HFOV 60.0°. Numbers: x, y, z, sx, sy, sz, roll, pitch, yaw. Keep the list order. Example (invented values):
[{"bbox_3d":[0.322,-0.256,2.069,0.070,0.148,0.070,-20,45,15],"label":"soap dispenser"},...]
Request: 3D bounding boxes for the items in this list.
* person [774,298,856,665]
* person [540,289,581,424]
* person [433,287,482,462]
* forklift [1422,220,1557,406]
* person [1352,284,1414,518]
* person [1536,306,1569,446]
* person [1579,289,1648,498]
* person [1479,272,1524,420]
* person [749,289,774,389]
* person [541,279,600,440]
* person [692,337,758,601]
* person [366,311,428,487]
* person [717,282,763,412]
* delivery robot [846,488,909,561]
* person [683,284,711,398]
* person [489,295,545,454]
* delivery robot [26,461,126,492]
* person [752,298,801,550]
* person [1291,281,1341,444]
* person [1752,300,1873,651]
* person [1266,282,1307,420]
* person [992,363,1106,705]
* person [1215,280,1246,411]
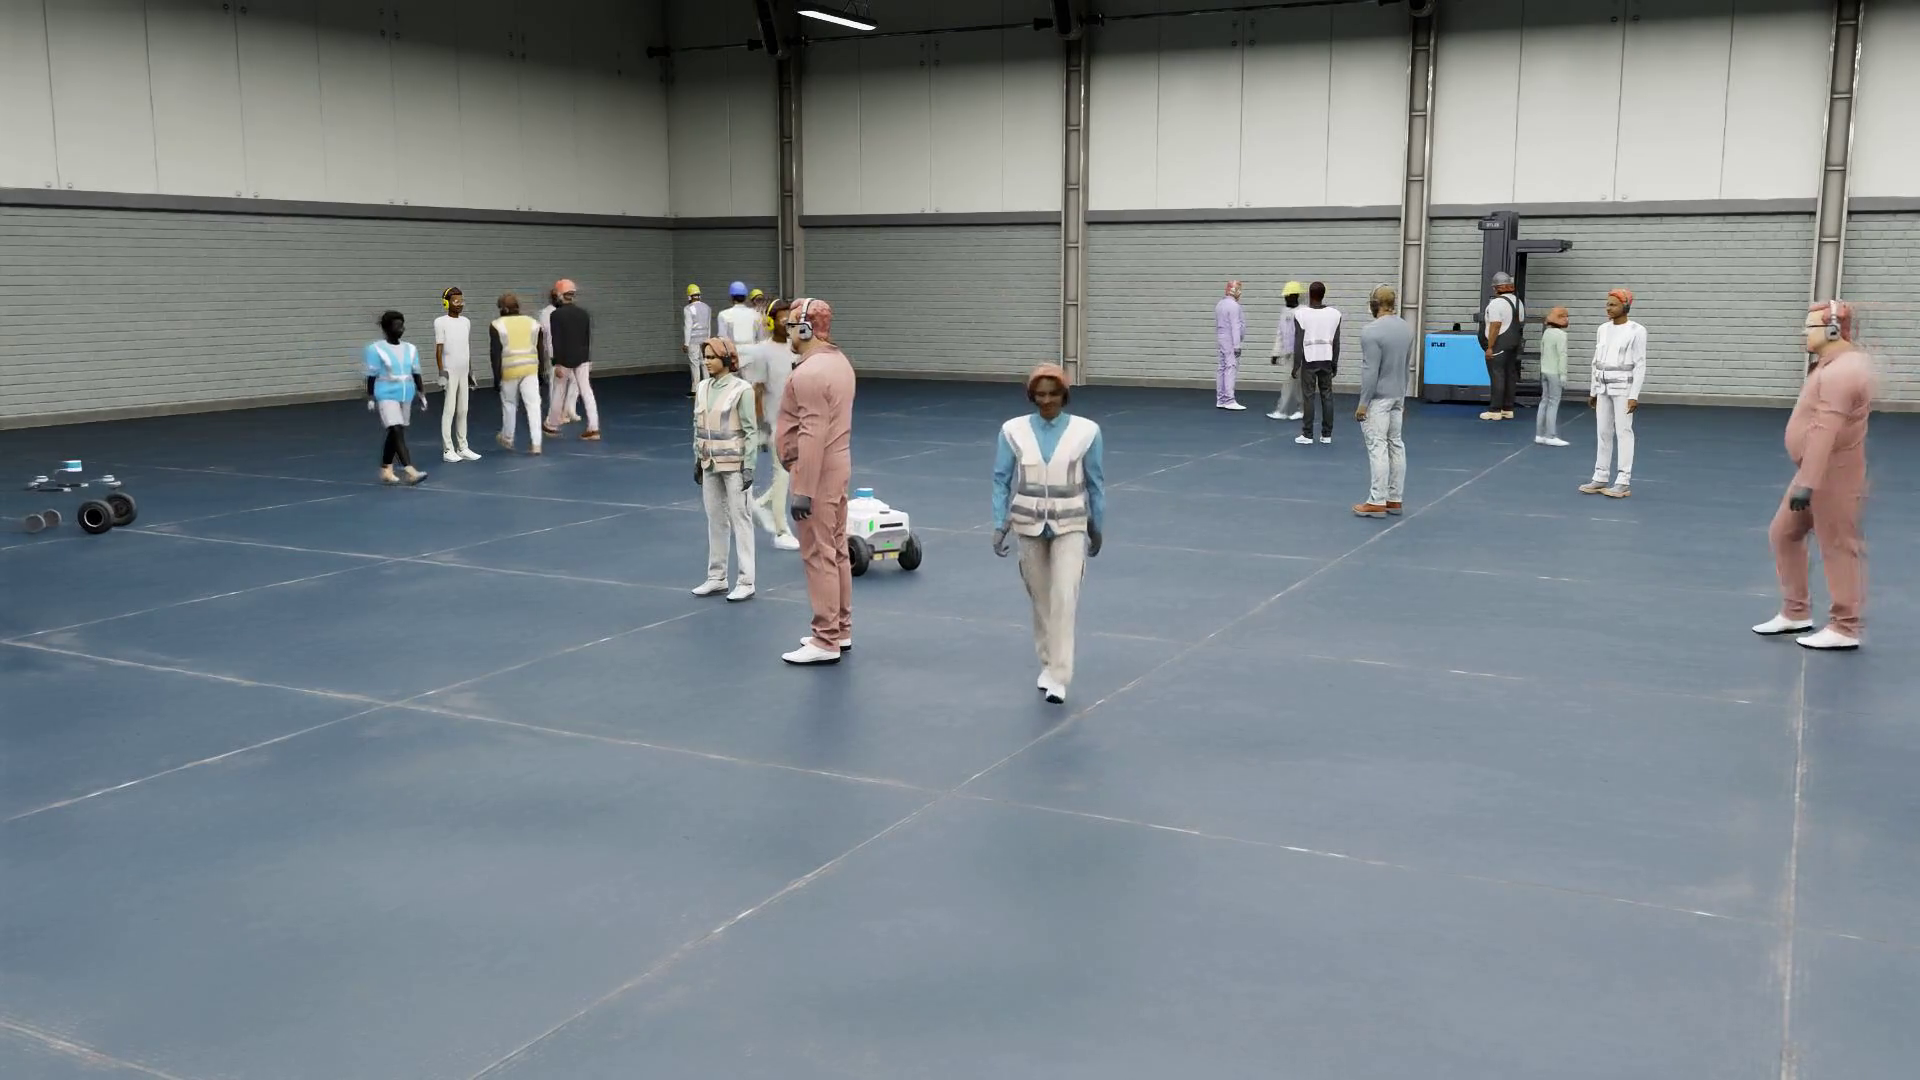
[{"bbox_3d":[-0.772,-0.311,8.750,0.402,1.906,0.652,2,9,11],"label":"person"},{"bbox_3d":[-5.331,-2.470,22.325,0.504,1.826,0.630,5,11,29],"label":"person"},{"bbox_3d":[-5.438,-1.790,17.986,0.322,1.871,0.531,4,10,26],"label":"person"},{"bbox_3d":[8.245,-3.527,25.720,1.873,2.768,1.129,5,10,27],"label":"forklift"},{"bbox_3d":[3.542,-1.168,13.937,0.633,1.936,0.353,-8,12,-42],"label":"person"},{"bbox_3d":[7.022,-1.944,19.658,0.266,1.631,0.507,-1,9,-7],"label":"person"},{"bbox_3d":[5.976,-1.343,15.185,0.355,1.883,0.575,-4,10,-24],"label":"person"},{"bbox_3d":[7.464,-2.679,23.070,0.683,2.000,0.536,-8,12,-39],"label":"person"},{"bbox_3d":[-3.301,-3.238,27.284,0.546,1.746,0.419,-4,10,-22],"label":"person"},{"bbox_3d":[-4.769,-2.197,20.288,1.037,1.933,0.645,8,12,39],"label":"person"},{"bbox_3d":[-1.471,-0.445,10.400,0.522,1.638,0.310,7,12,39],"label":"person"},{"bbox_3d":[-5.305,-1.333,15.771,0.861,1.651,0.544,7,11,35],"label":"person"},{"bbox_3d":[-2.743,-2.225,20.556,0.633,1.896,0.980,-4,10,-26],"label":"person"},{"bbox_3d":[-0.653,-0.117,11.549,0.477,0.478,0.707,-6,11,-32],"label":"delivery robot"},{"bbox_3d":[-4.267,-3.208,26.853,0.404,1.828,0.592,6,11,32],"label":"person"},{"bbox_3d":[-4.999,-1.871,18.784,0.647,1.775,1.001,-5,11,-30],"label":"person"},{"bbox_3d":[-7.030,-0.515,13.209,0.698,0.223,0.335,0,9,-3],"label":"delivery robot"},{"bbox_3d":[-1.355,-0.871,12.378,0.535,1.852,0.538,7,11,37],"label":"person"},{"bbox_3d":[4.235,-2.106,19.779,0.589,1.920,0.399,-2,9,-11],"label":"person"},{"bbox_3d":[4.627,-0.349,9.039,0.663,1.884,0.649,3,10,21],"label":"person"},{"bbox_3d":[4.467,-2.571,22.737,0.896,1.887,0.605,-4,10,-25],"label":"person"},{"bbox_3d":[0.413,-0.028,7.921,0.529,1.604,0.743,2,9,12],"label":"person"},{"bbox_3d":[4.020,-2.883,24.634,0.406,1.902,0.639,-2,9,-14],"label":"person"}]
